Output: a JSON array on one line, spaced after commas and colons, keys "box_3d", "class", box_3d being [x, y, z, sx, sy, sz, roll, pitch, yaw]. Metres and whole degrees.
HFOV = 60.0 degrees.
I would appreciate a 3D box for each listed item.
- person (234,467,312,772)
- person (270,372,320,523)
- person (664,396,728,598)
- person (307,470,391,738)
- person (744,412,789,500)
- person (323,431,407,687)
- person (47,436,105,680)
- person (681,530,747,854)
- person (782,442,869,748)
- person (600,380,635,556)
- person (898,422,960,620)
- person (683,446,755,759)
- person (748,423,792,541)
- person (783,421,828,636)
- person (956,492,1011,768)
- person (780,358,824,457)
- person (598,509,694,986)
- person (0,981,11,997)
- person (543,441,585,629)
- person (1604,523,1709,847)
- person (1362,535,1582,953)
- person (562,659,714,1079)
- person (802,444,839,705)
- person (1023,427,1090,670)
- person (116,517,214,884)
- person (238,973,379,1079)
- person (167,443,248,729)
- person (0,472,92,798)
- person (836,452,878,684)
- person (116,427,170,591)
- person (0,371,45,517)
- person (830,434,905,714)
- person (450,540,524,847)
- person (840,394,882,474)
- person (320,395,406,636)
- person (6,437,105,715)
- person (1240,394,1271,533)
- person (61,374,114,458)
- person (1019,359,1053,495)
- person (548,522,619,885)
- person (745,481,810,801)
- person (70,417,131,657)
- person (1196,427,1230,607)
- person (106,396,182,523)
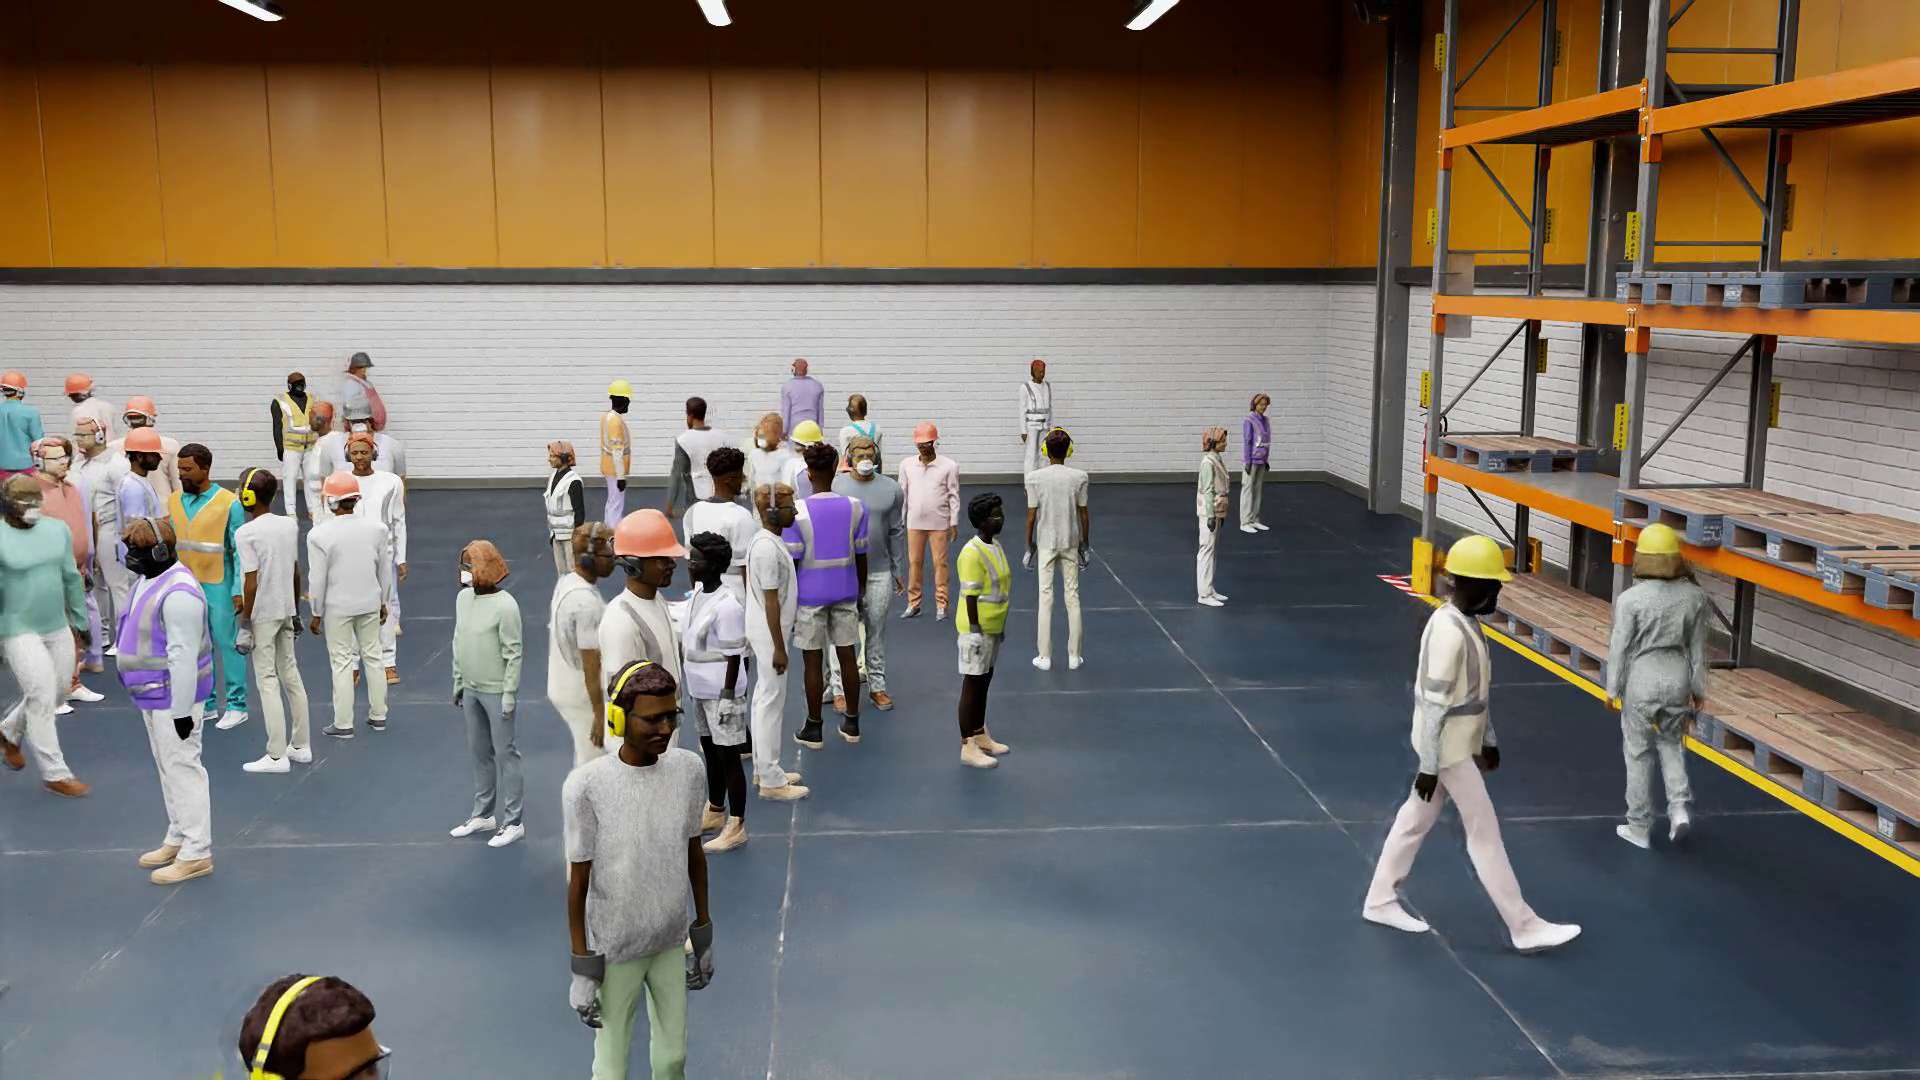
[{"box_3d": [-4.216, 0.484, 10.142, 0.310, 1.874, 0.532, 3, 9, 17], "class": "person"}, {"box_3d": [-8.106, -1.139, 20.439, 0.429, 1.844, 0.627, 9, 12, 43], "class": "person"}, {"box_3d": [-2.421, -0.386, 15.497, 0.457, 1.905, 0.598, 6, 11, 34], "class": "person"}, {"box_3d": [-4.013, 0.416, 10.929, 0.320, 1.755, 0.568, 8, 12, 40], "class": "person"}, {"box_3d": [-1.961, -0.527, 17.288, 0.521, 1.608, 0.563, 5, 10, 28], "class": "person"}, {"box_3d": [-4.378, 0.141, 12.268, 0.572, 1.883, 0.356, -3, 10, -19], "class": "person"}, {"box_3d": [-6.672, 0.135, 12.460, 0.351, 1.837, 0.511, 3, 9, 16], "class": "person"}, {"box_3d": [-1.297, 0.791, 8.766, 0.319, 1.697, 0.532, -5, 10, -30], "class": "person"}, {"box_3d": [-0.870, 0.357, 10.681, 0.609, 1.954, 0.367, -5, 10, -27], "class": "person"}, {"box_3d": [-3.614, -0.729, 17.606, 0.383, 1.923, 0.588, -3, 9, -16], "class": "person"}, {"box_3d": [-0.286, -0.170, 14.606, 0.575, 1.754, 0.320, 2, 9, 14], "class": "person"}, {"box_3d": [-1.463, 0.389, 10.448, 0.600, 1.967, 0.368, 8, 12, 40], "class": "person"}, {"box_3d": [-1.856, -0.318, 16.009, 0.511, 1.599, 0.772, 3, 10, 20], "class": "person"}, {"box_3d": [-1.251, -0.071, 13.764, 0.403, 1.831, 0.588, -3, 10, -19], "class": "person"}, {"box_3d": [0.148, 0.545, 10.312, 0.321, 1.697, 0.529, 3, 10, 18], "class": "person"}, {"box_3d": [-2.158, -1.513, 22.580, 0.652, 1.906, 0.403, -6, 11, -32], "class": "person"}, {"box_3d": [-1.325, 0.879, 7.133, 0.378, 2.044, 0.607, 0, 9, 1], "class": "person"}, {"box_3d": [-4.232, 1.069, 6.810, 0.533, 1.767, 0.325, -1, 9, -9], "class": "person"}, {"box_3d": [-3.328, -0.023, 14.061, 0.311, 1.638, 0.522, -7, 11, -38], "class": "person"}, {"box_3d": [3.646, 0.775, 8.723, 0.510, 1.727, 0.390, -1, 9, -4], "class": "person"}, {"box_3d": [2.293, 0.908, 7.462, 0.974, 1.871, 0.613, 3, 10, 21], "class": "person"}, {"box_3d": [-0.985, 1.283, 5.183, 0.510, 1.860, 0.333, -8, 12, -40], "class": "person"}, {"box_3d": [-0.922, 0.235, 11.790, 0.384, 1.845, 0.569, -2, 9, -11], "class": "person"}, {"box_3d": [0.741, 0.067, 12.770, 0.517, 1.873, 0.328, -1, 9, -4], "class": "person"}, {"box_3d": [-3.983, 0.790, 8.356, 0.429, 1.837, 0.624, -7, 11, -37], "class": "person"}, {"box_3d": [-1.180, 1.644, 2.920, 0.630, 1.857, 0.533, 3, 10, 18], "class": "person"}, {"box_3d": [-5.029, 0.303, 11.138, 0.598, 1.917, 0.375, 3, 9, 18], "class": "person"}, {"box_3d": [-5.457, 0.545, 9.668, 0.784, 1.913, 0.671, 3, 10, 19], "class": "person"}, {"box_3d": [-0.748, 0.192, 12.350, 0.326, 1.752, 0.559, -1, 9, -4], "class": "person"}, {"box_3d": [-5.928, 0.138, 12.149, 0.381, 1.928, 0.547, -4, 10, -22], "class": "person"}, {"box_3d": [-10.112, -0.811, 17.897, 0.608, 1.995, 0.376, 0, 9, 1], "class": "person"}, {"box_3d": [-0.675, 0.230, 11.531, 0.627, 1.940, 0.372, -3, 10, -20], "class": "person"}, {"box_3d": [-2.523, 0.808, 8.860, 0.499, 1.633, 0.286, 7, 11, 36], "class": "person"}, {"box_3d": [-1.002, -0.549, 16.722, 0.517, 1.842, 0.327, -8, 12, -42], "class": "person"}, {"box_3d": [-4.951, -0.190, 13.854, 0.686, 2.000, 0.538, -3, 10, -20], "class": "person"}, {"box_3d": [-6.271, 0.239, 11.573, 0.406, 1.911, 0.638, 1, 9, 6], "class": "person"}, {"box_3d": [3.495, -0.910, 19.637, 0.315, 1.636, 0.515, 7, 11, 38], "class": "person"}, {"box_3d": [-9.599, -0.866, 18.414, 0.563, 1.953, 0.621, 1, 9, 8], "class": "person"}, {"box_3d": [1.053, -1.540, 22.845, 0.586, 1.879, 0.357, -8, 12, -42], "class": "person"}, {"box_3d": [-1.863, 0.807, 8.309, 0.366, 1.818, 0.561, -3, 10, -21], "class": "person"}, {"box_3d": [-1.073, 0.579, 9.634, 0.343, 1.847, 0.506, -2, 9, -12], "class": "person"}, {"box_3d": [-6.873, -0.029, 13.262, 0.642, 1.909, 0.409, 4, 10, 23], "class": "person"}, {"box_3d": [2.322, -0.220, 15.294, 0.307, 1.641, 0.514, 3, 9, 16], "class": "person"}, {"box_3d": [-7.003, -0.240, 14.331, 0.612, 1.987, 0.400, -4, 10, -26], "class": "person"}]
